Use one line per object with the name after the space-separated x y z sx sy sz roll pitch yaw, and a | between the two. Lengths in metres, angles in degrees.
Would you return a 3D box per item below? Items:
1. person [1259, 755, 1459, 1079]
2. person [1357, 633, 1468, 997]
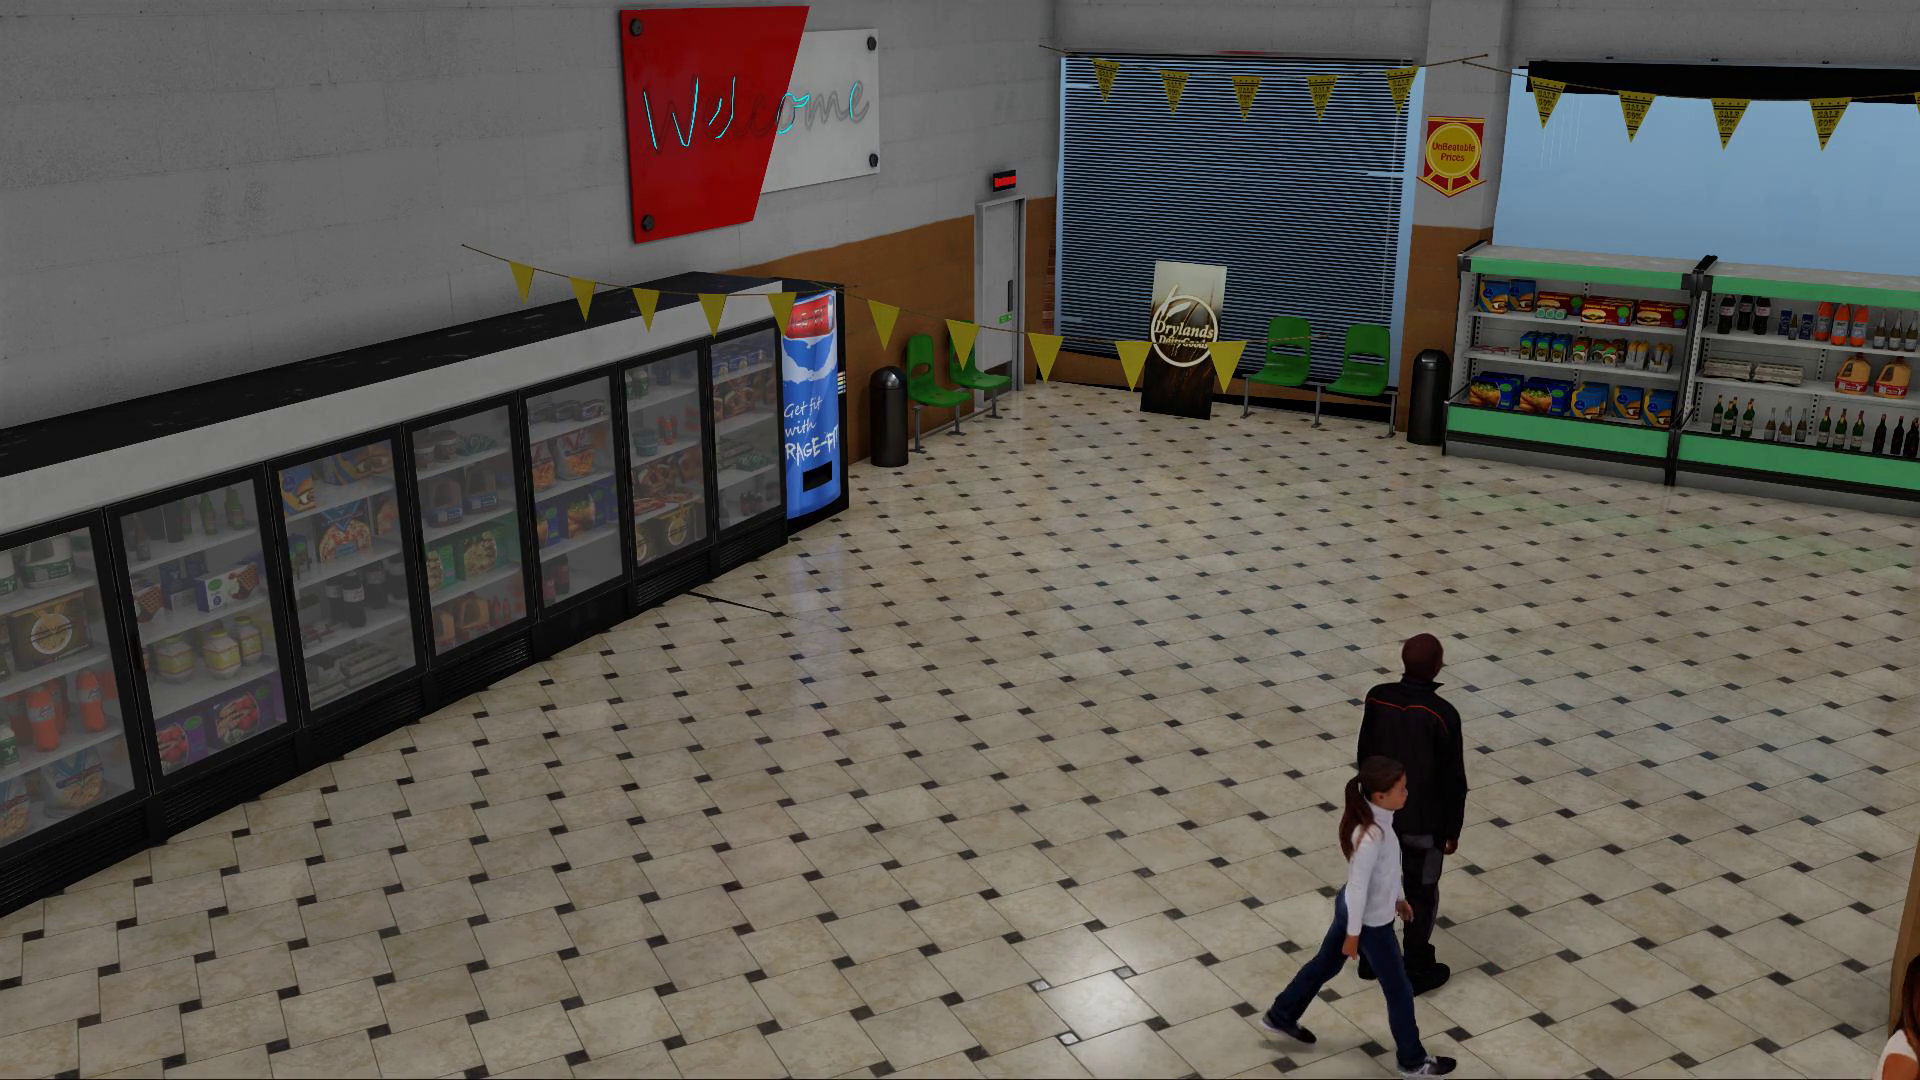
1.690 1.649 7.314 1.148 1.516 0.750 5 19 13 | person
2.121 1.289 7.899 0.602 1.825 0.797 15 24 38 | person
